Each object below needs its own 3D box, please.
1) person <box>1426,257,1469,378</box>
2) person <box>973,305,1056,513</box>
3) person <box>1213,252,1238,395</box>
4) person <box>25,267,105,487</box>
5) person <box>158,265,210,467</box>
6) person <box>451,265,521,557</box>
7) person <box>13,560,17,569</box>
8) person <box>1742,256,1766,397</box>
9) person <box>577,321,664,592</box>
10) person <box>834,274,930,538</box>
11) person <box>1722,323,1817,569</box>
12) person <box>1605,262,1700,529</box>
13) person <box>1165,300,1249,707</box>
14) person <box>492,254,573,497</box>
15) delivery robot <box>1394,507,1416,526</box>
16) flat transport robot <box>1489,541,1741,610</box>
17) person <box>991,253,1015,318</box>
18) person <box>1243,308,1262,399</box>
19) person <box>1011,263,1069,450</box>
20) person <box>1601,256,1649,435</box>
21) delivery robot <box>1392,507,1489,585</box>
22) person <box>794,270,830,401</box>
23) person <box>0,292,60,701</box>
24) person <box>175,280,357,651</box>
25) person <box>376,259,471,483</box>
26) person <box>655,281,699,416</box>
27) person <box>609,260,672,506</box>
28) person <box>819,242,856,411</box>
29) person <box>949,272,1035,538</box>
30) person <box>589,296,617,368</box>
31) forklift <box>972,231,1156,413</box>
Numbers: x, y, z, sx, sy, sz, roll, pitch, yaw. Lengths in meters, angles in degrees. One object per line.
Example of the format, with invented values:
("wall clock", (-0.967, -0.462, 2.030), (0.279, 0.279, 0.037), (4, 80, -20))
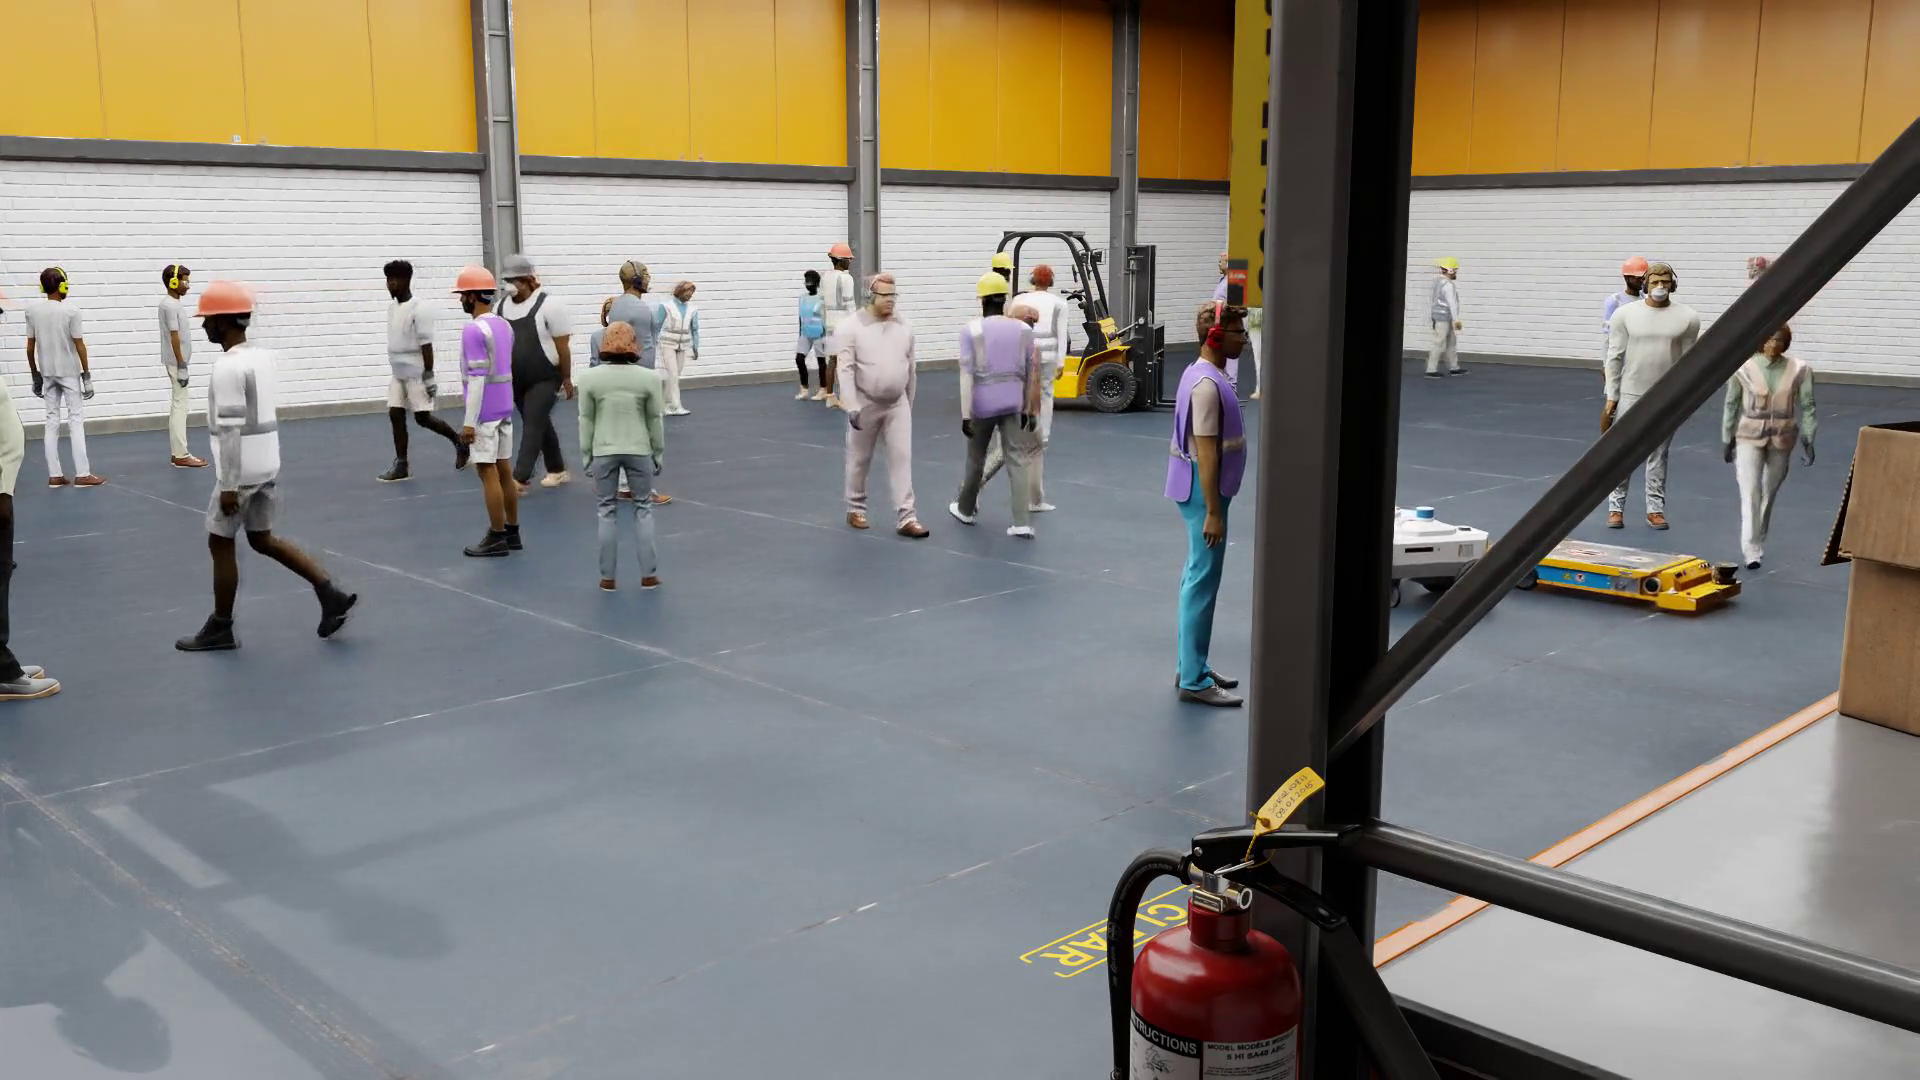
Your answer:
("person", (7.354, -3.302, 24.815), (0.789, 1.805, 0.597), (1, 10, 5))
("person", (0.384, -0.981, 12.683), (0.725, 1.613, 0.522), (-8, 13, -38))
("person", (3.543, -2.871, 22.167), (0.410, 1.909, 0.643), (-1, 10, -3))
("person", (-7.618, -1.371, 14.104), (0.535, 1.864, 0.309), (1, 10, 3))
("person", (-7.195, -1.599, 15.361), (0.329, 1.861, 0.510), (-6, 12, -29))
("person", (-3.173, -0.850, 11.071), (0.379, 1.934, 0.560), (2, 11, 9))
("person", (-6.175, -0.723, 10.367), (0.358, 1.938, 0.542), (-4, 11, -20))
("person", (10.464, -2.749, 21.626), (0.684, 1.871, 0.822), (-7, 13, -35))
("person", (-2.028, -0.496, 9.988), (0.502, 1.623, 0.287), (-2, 11, -13))
("person", (-0.572, -0.954, 11.883), (0.643, 1.859, 0.912), (-4, 11, -23))
("person", (5.226, -0.621, 10.758), (0.532, 1.582, 0.858), (3, 11, 15))
("person", (5.015, -1.042, 12.101), (0.627, 1.940, 0.371), (2, 11, 12))
("person", (1.126, -0.173, 7.622), (0.376, 1.841, 0.571), (1, 10, 7))
("person", (-3.582, -1.398, 13.769), (0.692, 2.000, 1.039), (5, 12, 25))
("delivery robot", (2.536, -0.050, 10.200), (0.477, 0.478, 0.707), (9, 13, 40))
("flat transport robot", (3.847, 0.176, 10.012), (0.652, 0.197, 1.431), (-10, 14, -44))
("person", (0.469, -2.406, 19.574), (0.364, 1.928, 0.586), (4, 11, 20))
("person", (3.983, -2.741, 21.666), (0.441, 1.828, 0.639), (-9, 13, -39))
("person", (0.775, -1.772, 16.295), (0.576, 1.865, 0.744), (0, 10, -1))
("person", (6.290, -1.688, 15.627), (0.552, 1.935, 0.360), (-4, 11, -19))
("delivery robot", (2.691, 0.051, 9.664), (0.707, 0.478, 0.477), (-3, 11, -14))
("person", (-1.923, -2.602, 21.289), (0.553, 1.677, 0.564), (7, 12, 33))
("person", (-4.486, -0.257, 7.664), (0.375, 1.997, 0.611), (-8, 13, -37))
("person", (-3.622, -0.372, 8.529), (0.837, 1.914, 0.560), (0, 10, -2))
("person", (-4.704, -1.477, 14.502), (0.606, 1.939, 0.822), (9, 14, 41))
("person", (-3.325, -2.248, 19.601), (0.573, 1.590, 0.712), (-10, 14, -44))
("person", (-2.558, -1.238, 13.175), (0.372, 1.940, 0.629), (-7, 12, -33))
("person", (-1.450, -2.603, 20.331), (0.373, 2.043, 0.615), (-9, 14, -40))
("person", (0.245, -0.978, 11.951), (0.601, 1.868, 1.003), (-4, 11, -19))
("person", (-2.818, -1.189, 13.738), (0.508, 1.632, 0.271), (2, 11, 10))
("forklift", (1.222, -2.721, 20.561), (2.313, 2.155, 1.214), (2, 11, 13))
